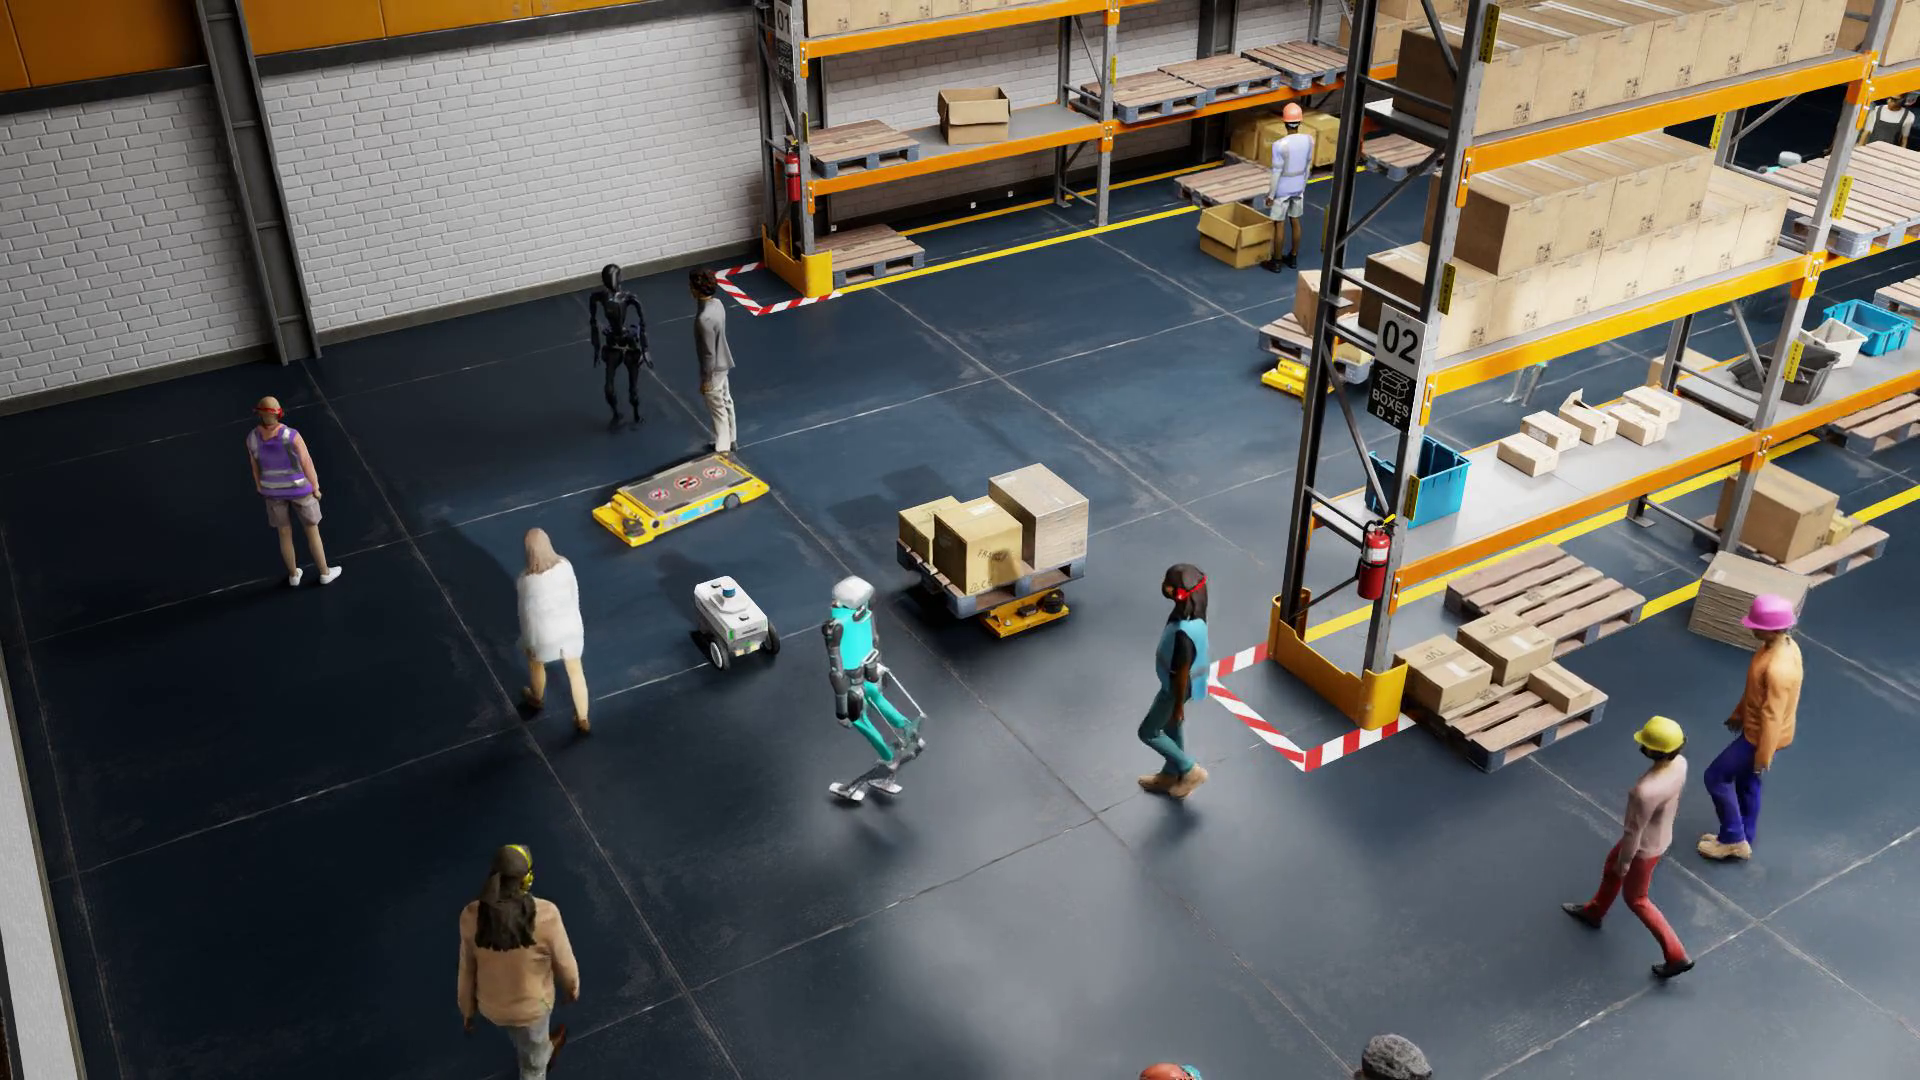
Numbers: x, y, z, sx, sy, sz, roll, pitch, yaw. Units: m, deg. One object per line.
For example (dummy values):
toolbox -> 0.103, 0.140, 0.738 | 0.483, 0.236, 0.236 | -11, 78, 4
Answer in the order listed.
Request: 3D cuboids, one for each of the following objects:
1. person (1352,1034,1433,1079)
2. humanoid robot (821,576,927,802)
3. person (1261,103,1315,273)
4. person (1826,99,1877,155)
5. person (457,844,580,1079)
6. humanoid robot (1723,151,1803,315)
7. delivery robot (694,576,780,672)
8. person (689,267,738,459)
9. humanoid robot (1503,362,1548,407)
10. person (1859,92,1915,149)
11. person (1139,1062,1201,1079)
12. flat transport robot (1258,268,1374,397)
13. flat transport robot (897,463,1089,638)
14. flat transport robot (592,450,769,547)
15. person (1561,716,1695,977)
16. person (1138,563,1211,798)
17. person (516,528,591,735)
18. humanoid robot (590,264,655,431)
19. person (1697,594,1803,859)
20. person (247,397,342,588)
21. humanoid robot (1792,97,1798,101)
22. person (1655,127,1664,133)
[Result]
person -> 1.949, 3.010, 7.955 | 0.611, 1.662, 0.488 | -26, 40, -35
humanoid robot -> -0.510, 1.070, 10.978 | 0.743, 1.774, 0.545 | 16, 35, 23
person -> 3.705, -3.987, 18.878 | 0.544, 1.933, 0.372 | -15, 35, -22
person -> 10.753, -4.716, 20.120 | 0.391, 1.845, 0.562 | -5, 32, -8
person -> -2.319, 2.371, 8.834 | 0.597, 1.816, 0.957 | 3, 32, 4
humanoid robot -> 8.609, -3.190, 17.805 | 0.577, 1.757, 0.949 | 15, 35, 23
delivery robot -> -1.766, 0.593, 12.843 | 0.499, 0.566, 0.739 | -18, 36, -26
person -> -2.220, -1.566, 15.050 | 0.383, 1.897, 0.538 | 4, 32, 6
humanoid robot -> 5.528, -2.050, 16.057 | 0.735, 1.871, 0.530 | -24, 39, -33
person -> 10.954, -4.533, 19.832 | 0.504, 1.842, 0.348 | 19, 37, 27
person -> 1.079, 3.033, 7.886 | 0.619, 1.703, 0.610 | 9, 33, 13
flat transport robot -> 3.767, -1.816, 16.979 | 0.659, 0.231, 1.431 | 27, 41, 36
flat transport robot -> 0.222, 0.298, 13.608 | 0.659, 0.231, 1.431 | -18, 36, -26
flat transport robot -> -2.461, -0.380, 14.691 | 1.431, 0.231, 0.659 | -25, 40, -34
person -> 4.105, 1.799, 9.841 | 0.808, 1.730, 0.524 | 26, 40, 35
person -> 1.423, 0.963, 11.051 | 0.462, 1.851, 0.561 | 7, 33, 10
person -> -2.944, 0.596, 11.848 | 0.506, 1.628, 0.793 | -22, 38, -30
humanoid robot -> -3.159, -1.805, 15.638 | 0.605, 1.648, 0.316 | 6, 33, 9
person -> 5.040, 1.208, 10.572 | 0.480, 1.952, 0.533 | 15, 35, 22
person -> -5.378, -0.372, 13.338 | 0.480, 1.691, 0.347 | -1, 32, -2
humanoid robot -> 12.594, -7.352, 24.544 | 0.589, 1.649, 0.773 | 13, 34, 20
person -> 7.983, -4.496, 19.794 | 0.404, 1.821, 0.589 | -16, 36, -24
